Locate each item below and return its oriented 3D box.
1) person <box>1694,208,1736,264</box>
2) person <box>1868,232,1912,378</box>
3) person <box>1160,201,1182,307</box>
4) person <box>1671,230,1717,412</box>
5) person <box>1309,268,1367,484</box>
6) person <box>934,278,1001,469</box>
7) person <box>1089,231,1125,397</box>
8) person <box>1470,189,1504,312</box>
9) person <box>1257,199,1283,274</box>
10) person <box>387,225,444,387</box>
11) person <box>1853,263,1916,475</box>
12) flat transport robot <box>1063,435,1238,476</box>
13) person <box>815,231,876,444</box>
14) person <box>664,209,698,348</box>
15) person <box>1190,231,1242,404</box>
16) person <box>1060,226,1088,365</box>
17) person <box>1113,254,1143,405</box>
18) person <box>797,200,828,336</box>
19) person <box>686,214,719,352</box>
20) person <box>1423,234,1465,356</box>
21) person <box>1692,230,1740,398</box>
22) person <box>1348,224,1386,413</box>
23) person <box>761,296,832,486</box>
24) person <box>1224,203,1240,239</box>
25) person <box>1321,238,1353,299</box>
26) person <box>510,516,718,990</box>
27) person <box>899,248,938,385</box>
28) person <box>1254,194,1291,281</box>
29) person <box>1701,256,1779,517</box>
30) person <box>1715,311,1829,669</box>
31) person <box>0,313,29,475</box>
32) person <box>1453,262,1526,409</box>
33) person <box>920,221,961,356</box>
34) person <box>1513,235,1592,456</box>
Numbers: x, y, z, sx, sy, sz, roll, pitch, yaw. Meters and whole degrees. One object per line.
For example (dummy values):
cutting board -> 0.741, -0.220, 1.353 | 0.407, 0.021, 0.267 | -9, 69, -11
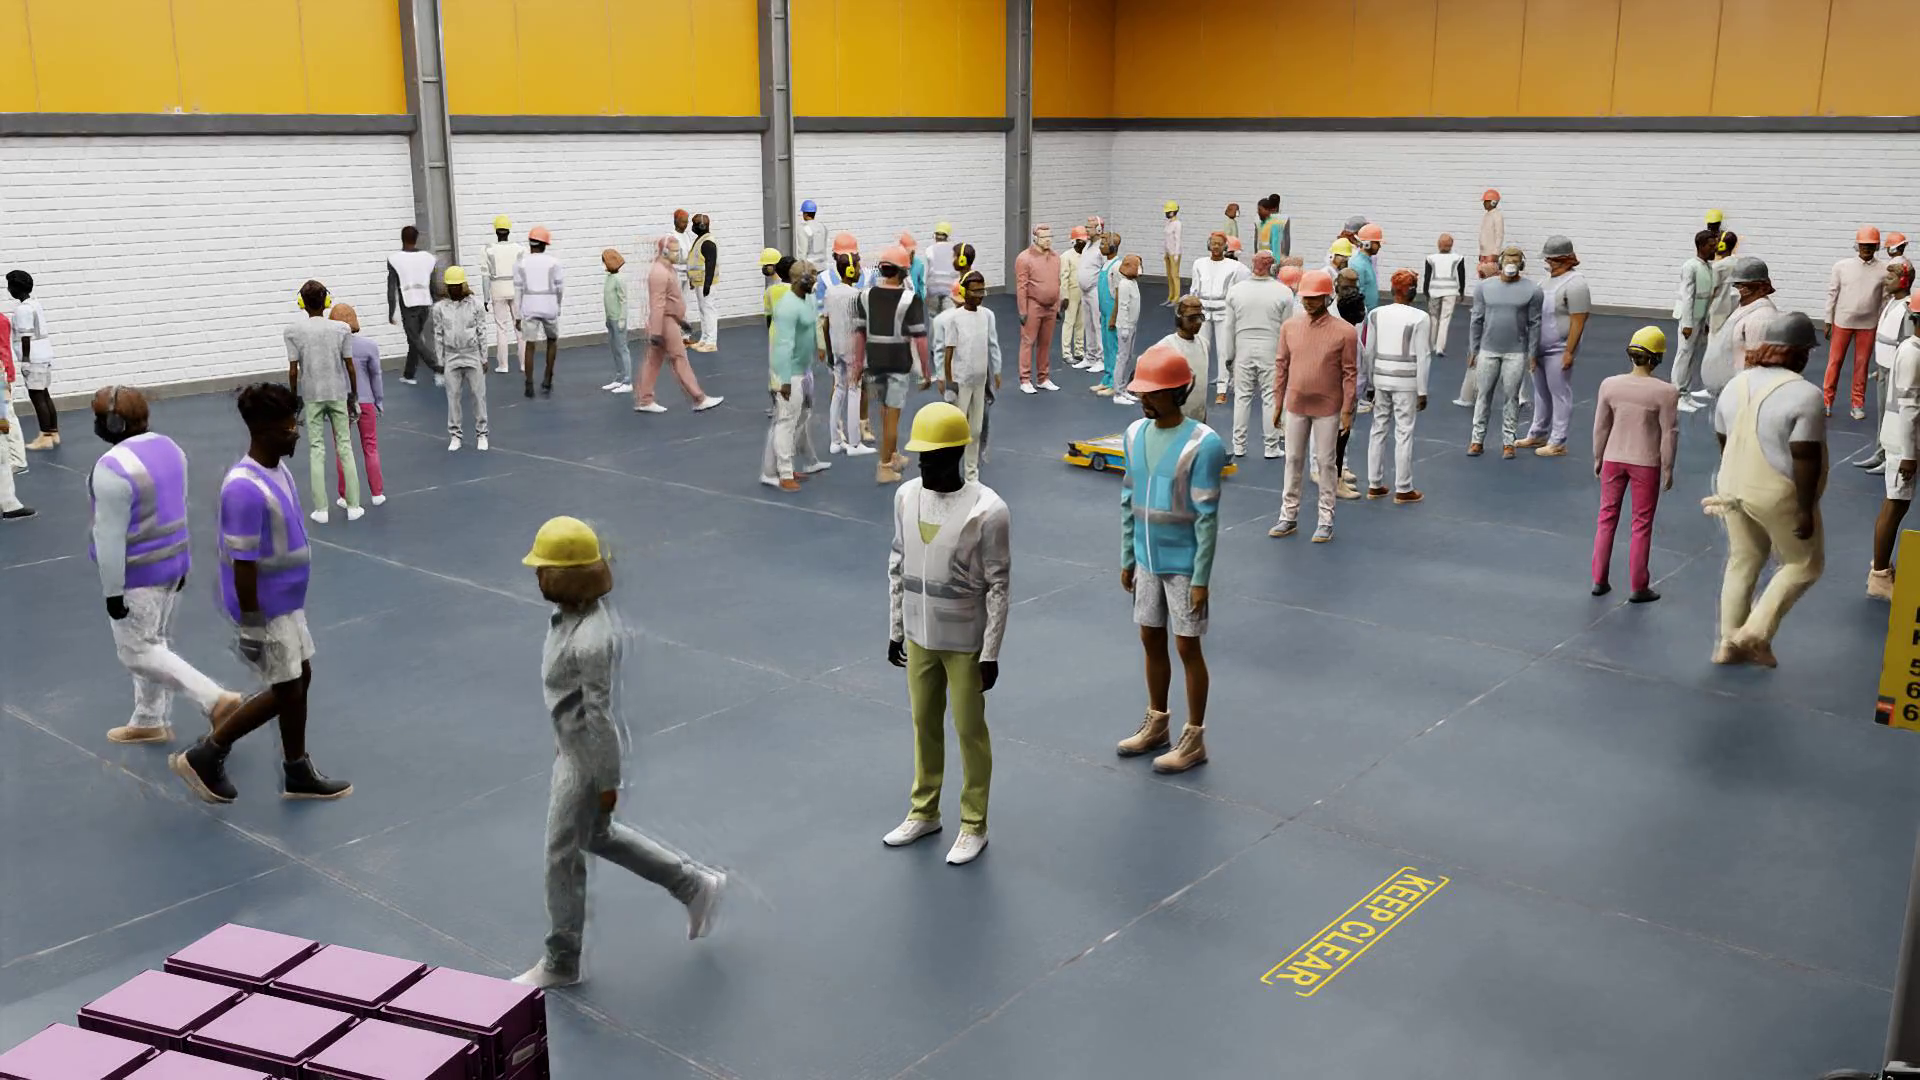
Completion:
person -> 10.339, -3.593, 22.822 | 0.810, 1.899, 0.599 | -12, 18, -39
person -> 11.212, -2.823, 20.055 | 0.347, 1.742, 0.564 | 14, 19, 43
person -> 3.541, -4.787, 27.883 | 0.338, 1.761, 0.524 | -4, 15, -15
person -> 7.851, -2.348, 17.802 | 0.390, 1.920, 0.588 | 12, 18, 40
person -> 3.223, -1.389, 14.137 | 0.508, 1.837, 0.342 | -6, 15, -22
person -> 0.062, -1.467, 14.680 | 0.592, 1.719, 0.429 | 0, 14, 0
person -> 1.682, -2.542, 18.728 | 0.345, 1.846, 0.507 | -3, 14, -11
person -> 8.501, -4.628, 26.759 | 0.394, 1.992, 0.622 | -1, 14, -5
person -> 4.842, -4.348, 25.860 | 0.519, 1.892, 0.598 | -3, 14, -10
person -> -6.329, -2.720, 19.418 | 0.871, 1.870, 0.609 | 12, 18, 40
person -> 8.157, -1.482, 14.490 | 0.381, 1.844, 0.566 | 3, 14, 13
flat transport robot -> 1.672, -0.736, 14.704 | 1.431, 0.197, 0.652 | 12, 19, 41
person -> -1.066, -1.915, 15.864 | 0.611, 2.029, 0.409 | -5, 15, -20
person -> -3.831, -3.580, 22.795 | 0.356, 1.887, 0.573 | 5, 15, 21
person -> 2.782, -2.435, 18.222 | 0.572, 1.885, 0.353 | 6, 15, 23
person -> 1.510, -3.134, 21.278 | 0.559, 1.752, 0.325 | -13, 19, -43
person -> 1.847, -2.312, 18.236 | 0.269, 1.632, 0.505 | 5, 15, 17
person -> -2.152, -3.946, 24.129 | 0.389, 1.949, 0.602 | 9, 17, 33
person -> -3.462, -3.463, 22.418 | 0.429, 1.845, 0.622 | -5, 15, -19
person -> 6.419, -3.255, 22.094 | 0.514, 1.596, 0.867 | 7, 16, 25
person -> 8.515, -2.518, 18.613 | 0.527, 1.860, 0.334 | -7, 16, -26
person -> 4.278, -2.354, 17.688 | 0.407, 1.987, 0.613 | 5, 15, 21
person -> -1.382, -1.281, 14.186 | 0.820, 1.603, 0.548 | -8, 16, -28
person -> 4.846, -5.191, 29.743 | 0.274, 1.632, 0.507 | 6, 15, 23
person -> 4.035, -2.322, 17.883 | 0.404, 1.829, 0.591 | 12, 19, 40
person -> -1.259, 0.742, 5.851 | 0.720, 1.722, 0.491 | -4, 15, -16
person -> -0.640, -2.630, 19.579 | 0.650, 1.619, 0.523 | 0, 14, 2
person -> 5.029, -4.607, 26.830 | 0.587, 1.920, 0.391 | 6, 15, 24
person -> 6.067, -1.205, 12.991 | 0.535, 2.000, 0.679 | 5, 15, 18
person -> 4.530, -0.271, 9.256 | 0.538, 2.000, 0.710 | -4, 15, -17
person -> -8.462, -1.428, 14.492 | 0.575, 1.738, 0.353 | 8, 16, 30
person -> 5.697, -2.156, 17.706 | 0.522, 1.589, 0.878 | -8, 16, -28
person -> -0.226, -3.231, 21.625 | 0.634, 1.785, 0.908 | -2, 14, -7
person -> 5.450, -1.804, 15.381 | 0.536, 2.000, 0.673 | -2, 14, -9
